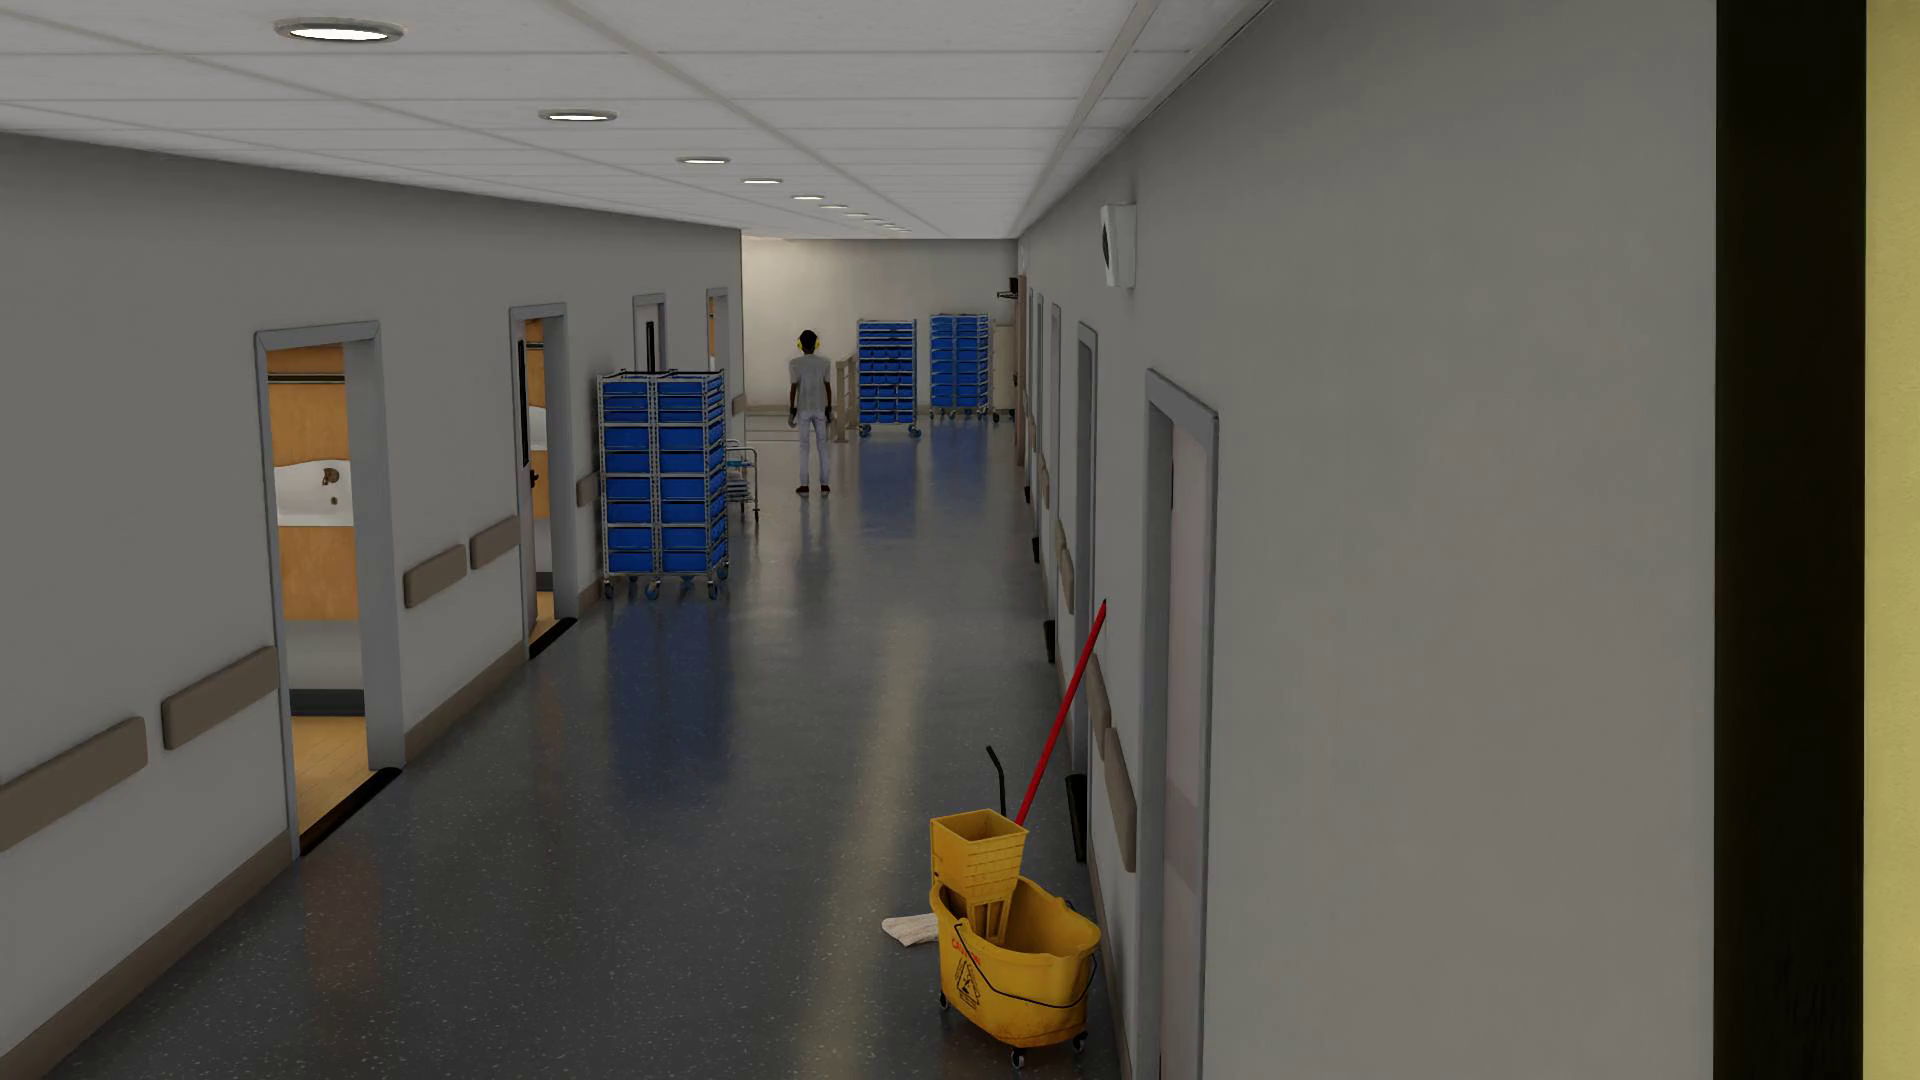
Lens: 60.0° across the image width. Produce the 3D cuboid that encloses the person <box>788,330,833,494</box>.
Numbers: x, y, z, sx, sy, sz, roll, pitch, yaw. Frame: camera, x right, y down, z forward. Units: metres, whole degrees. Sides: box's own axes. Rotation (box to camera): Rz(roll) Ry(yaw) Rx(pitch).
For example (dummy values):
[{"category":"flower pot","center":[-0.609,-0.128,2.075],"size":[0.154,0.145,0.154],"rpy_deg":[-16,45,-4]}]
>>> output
[{"category":"person","center":[-1.697,-1.450,18.882],"size":[0.518,1.865,0.327],"rpy_deg":[-3,10,-16]}]
